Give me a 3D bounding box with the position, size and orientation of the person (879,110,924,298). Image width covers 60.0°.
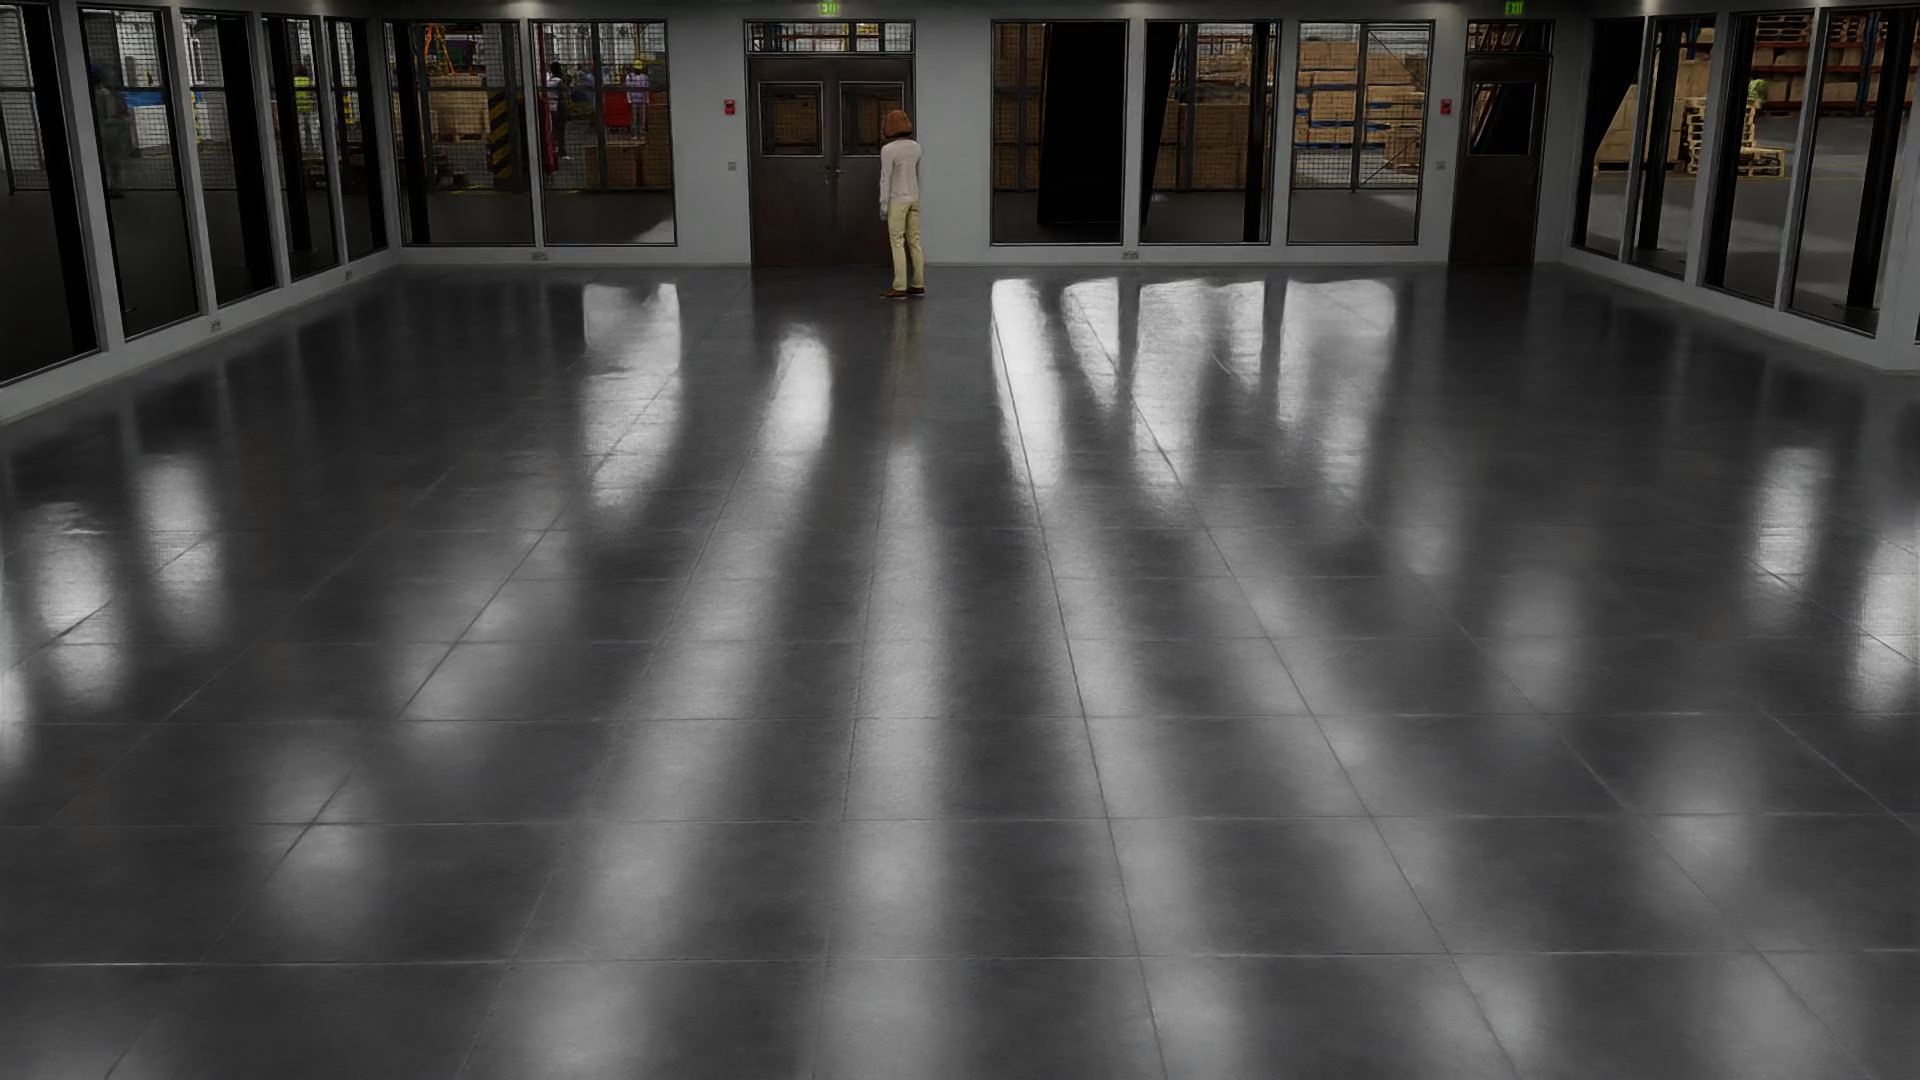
[{"bbox_3d":[-0.517,-2.946,14.630,0.291,1.628,0.506,13,21,38],"label":"person"}]
